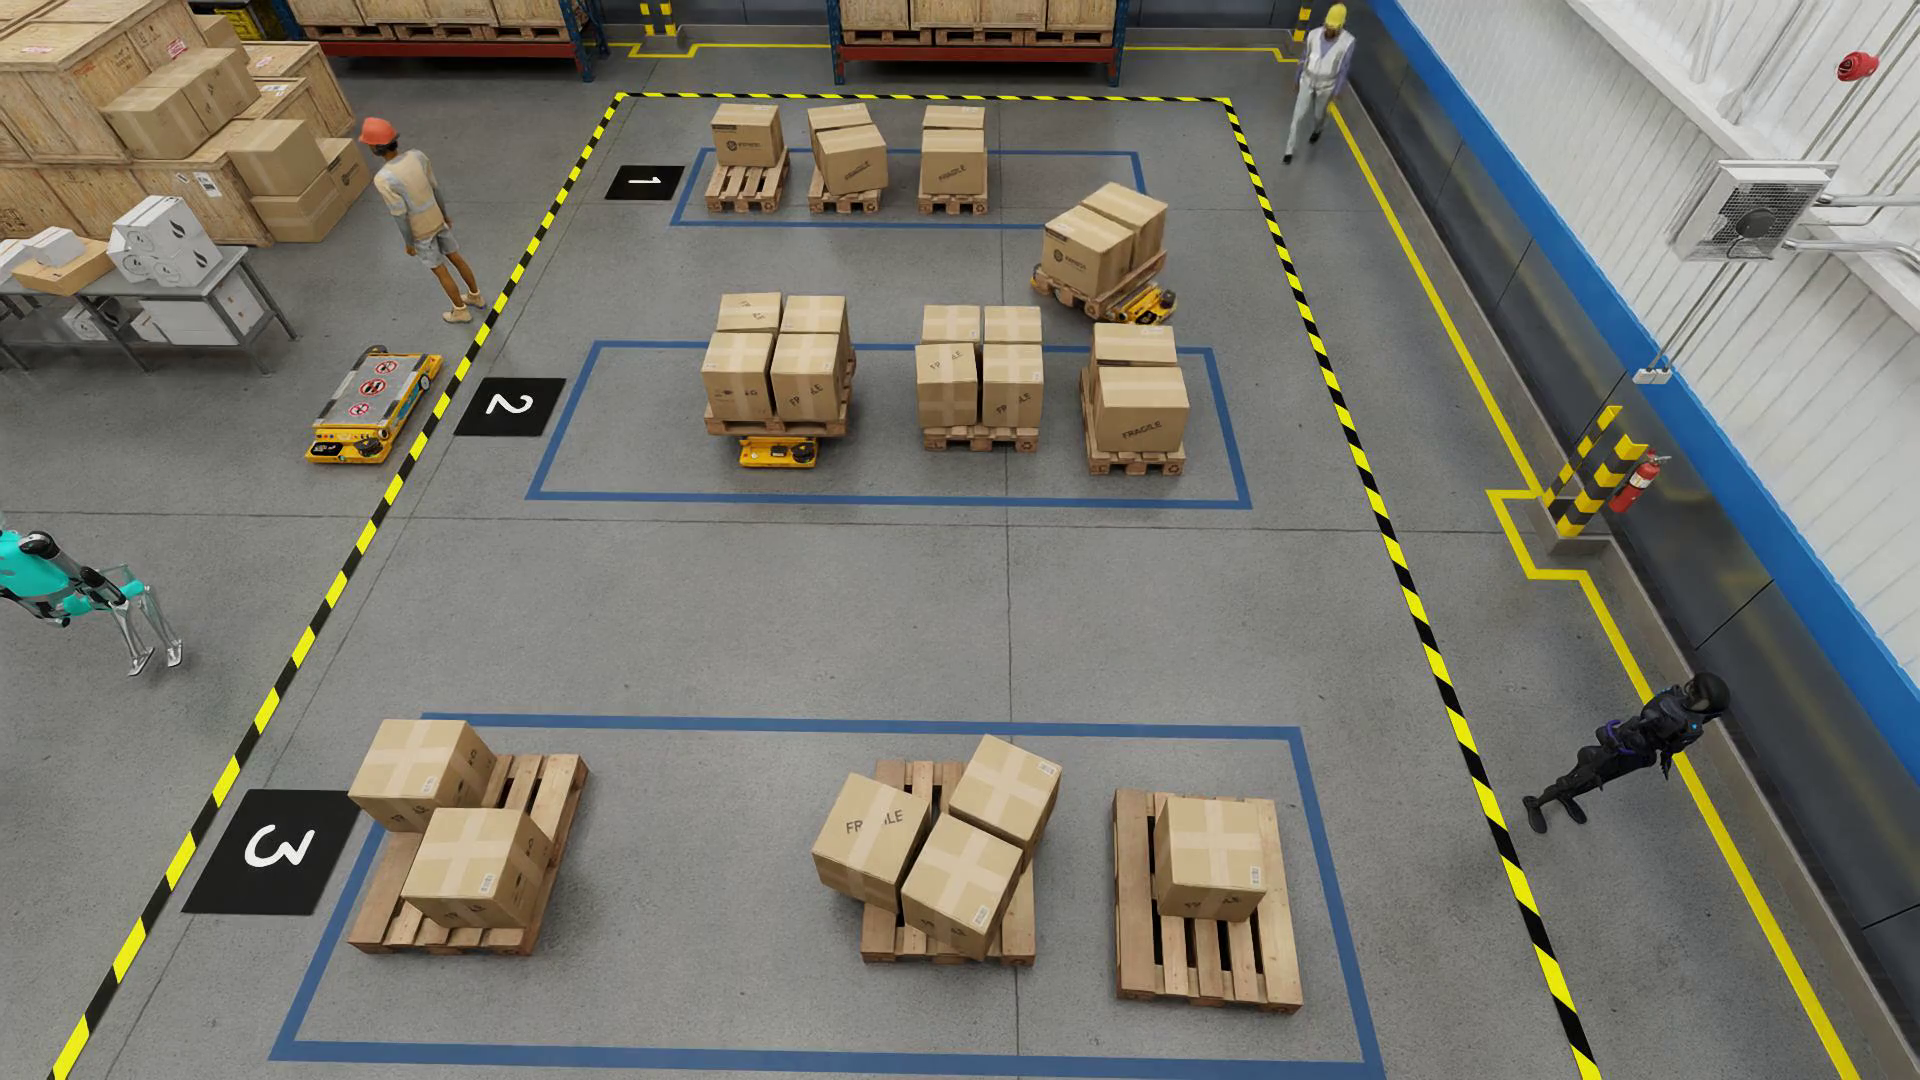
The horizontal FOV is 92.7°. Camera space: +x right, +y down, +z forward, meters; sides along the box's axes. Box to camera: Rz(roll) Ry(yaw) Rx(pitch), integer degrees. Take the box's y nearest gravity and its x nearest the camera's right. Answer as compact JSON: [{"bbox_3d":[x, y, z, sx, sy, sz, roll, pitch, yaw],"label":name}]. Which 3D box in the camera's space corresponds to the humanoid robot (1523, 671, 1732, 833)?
[{"bbox_3d":[3.920,1.258,5.372,0.599,1.654,0.315,-7,50,-6],"label":"humanoid robot"}]

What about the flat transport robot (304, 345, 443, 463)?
[{"bbox_3d":[-5.383,-1.269,8.441,0.659,0.231,1.431,1,50,1],"label":"flat transport robot"}]

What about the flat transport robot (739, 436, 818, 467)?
[{"bbox_3d":[-1.582,-1.235,8.394,0.652,0.197,1.431,1,50,1],"label":"flat transport robot"}]

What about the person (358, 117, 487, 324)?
[{"bbox_3d":[-5.118,-3.010,8.750,0.357,2.047,0.613,12,51,10],"label":"person"}]

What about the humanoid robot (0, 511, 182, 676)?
[{"bbox_3d":[-5.834,0.257,6.097,0.533,1.681,0.735,-11,51,-9],"label":"humanoid robot"}]

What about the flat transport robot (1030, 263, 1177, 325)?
[{"bbox_3d":[1.492,-2.625,9.570,1.431,0.197,0.652,34,58,25],"label":"flat transport robot"}]

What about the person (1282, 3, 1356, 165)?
[{"bbox_3d":[4.338,-5.536,11.044,0.590,1.806,0.818,23,53,18],"label":"person"}]
